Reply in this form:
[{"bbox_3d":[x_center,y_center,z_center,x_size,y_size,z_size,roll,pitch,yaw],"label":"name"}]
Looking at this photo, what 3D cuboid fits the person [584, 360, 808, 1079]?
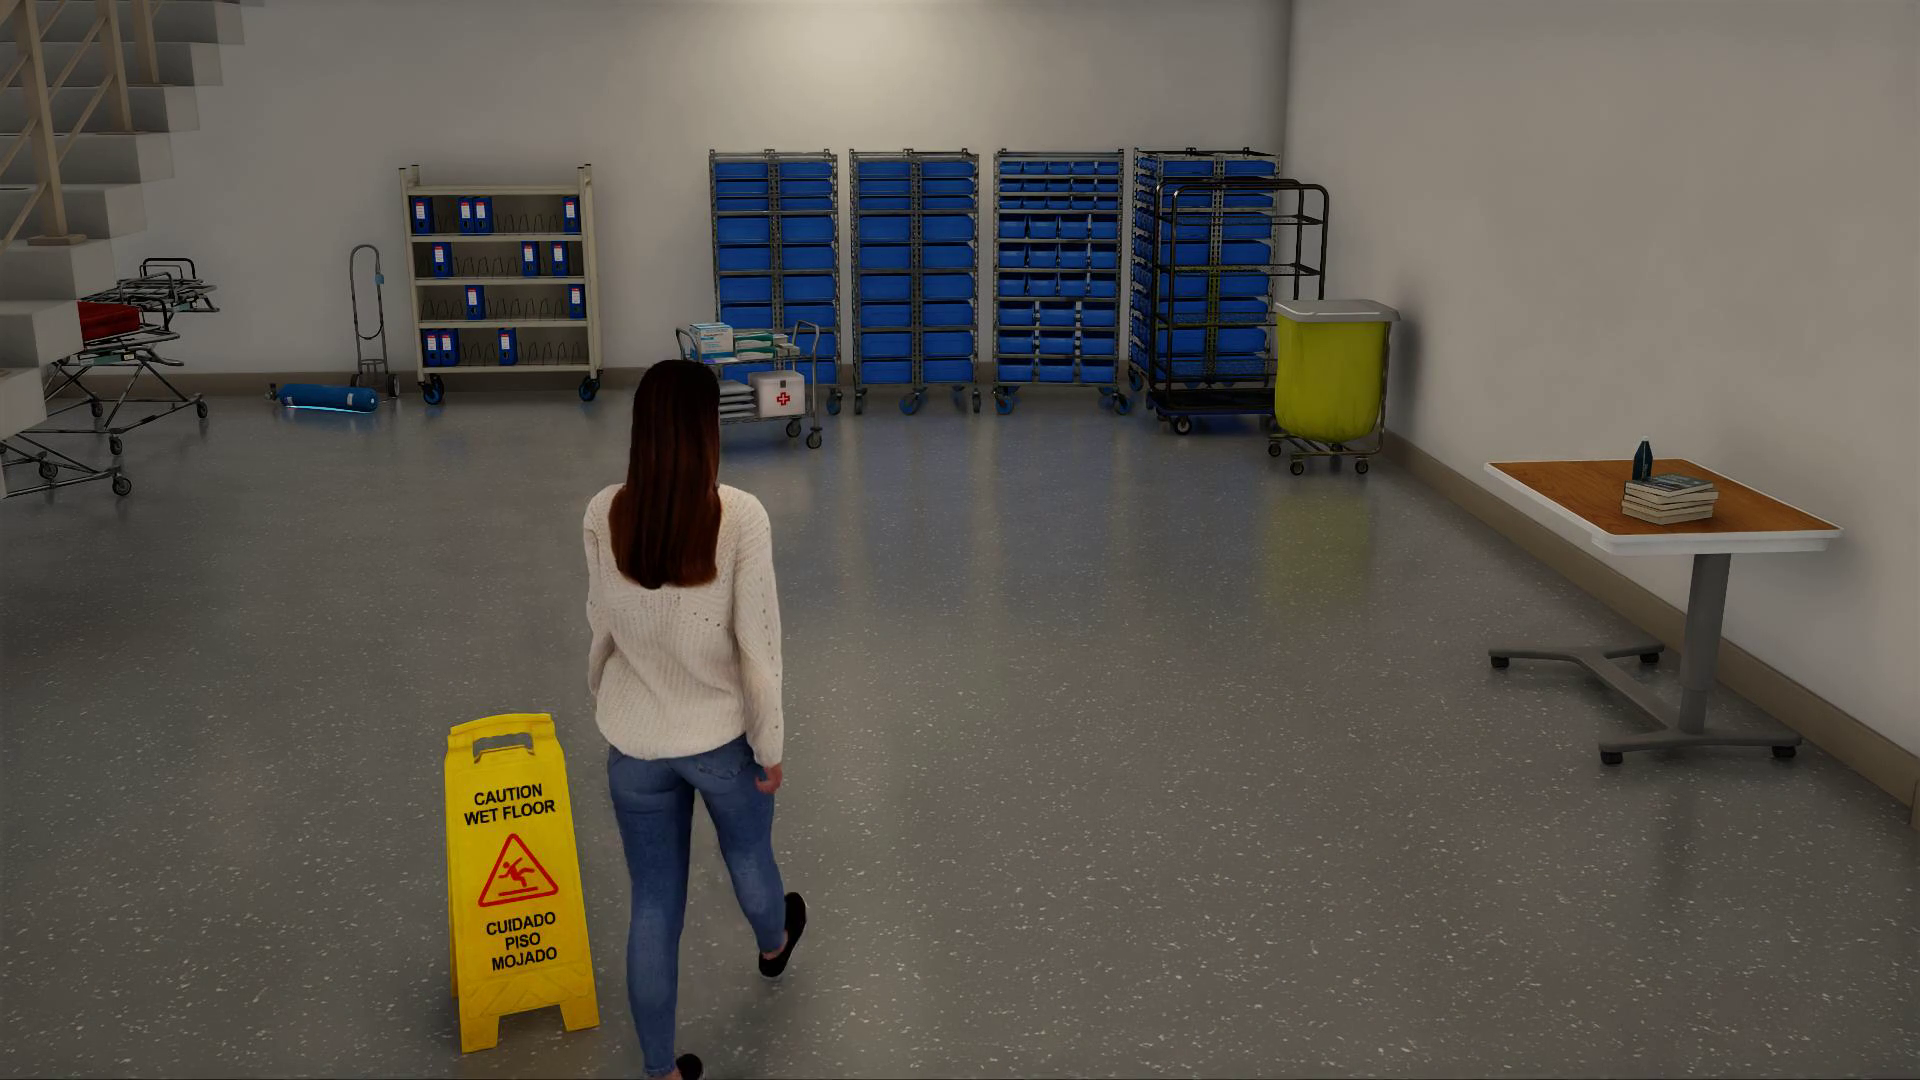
[{"bbox_3d":[-0.616,0.482,3.600,0.816,1.651,1.130,3,16,10],"label":"person"}]
